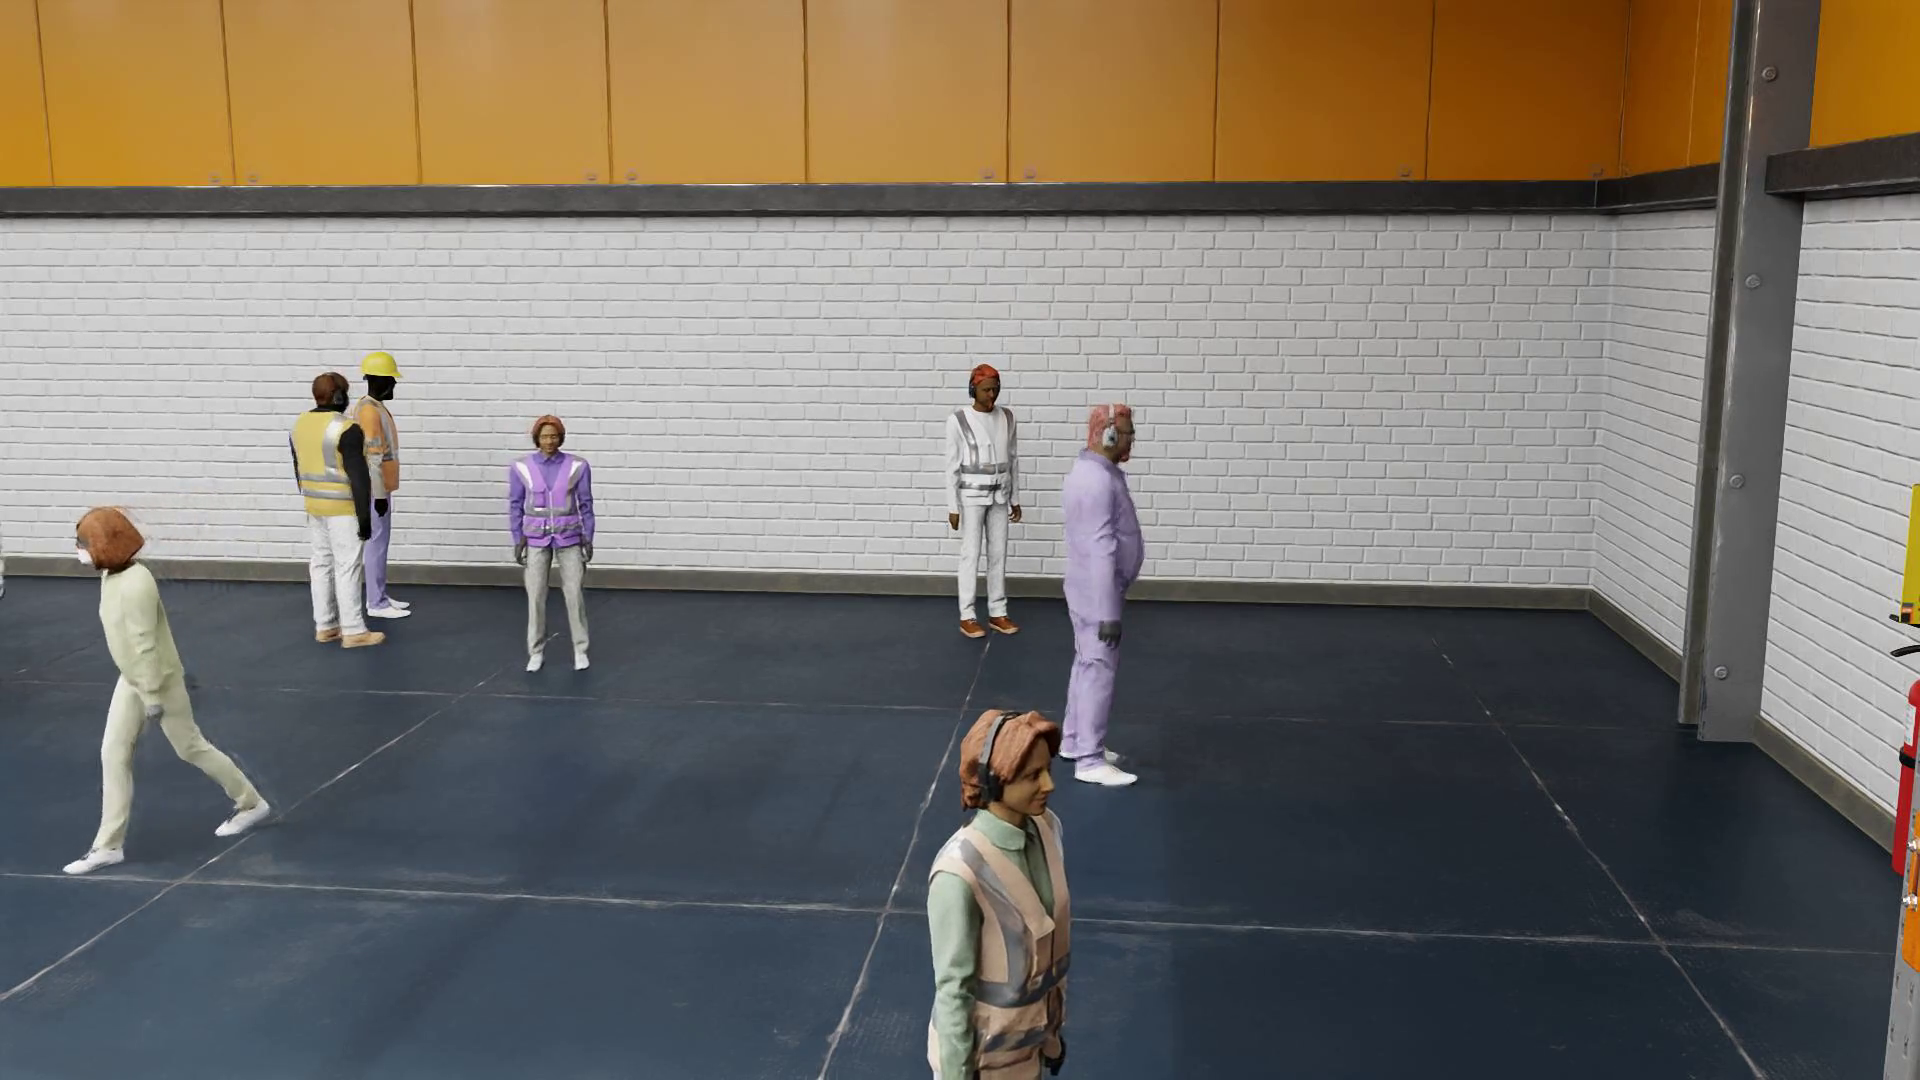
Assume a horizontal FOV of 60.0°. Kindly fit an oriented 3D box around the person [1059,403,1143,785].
[{"bbox_3d":[0.699,0.268,8.320,0.416,1.889,0.684,0,10,1],"label":"person"}]

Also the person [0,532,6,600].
[{"bbox_3d":[-5.666,0.220,9.373,0.503,1.614,0.585,-8,13,-38],"label":"person"}]

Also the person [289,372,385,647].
[{"bbox_3d":[-4.162,-0.198,11.132,0.654,1.839,0.429,6,12,31],"label":"person"}]

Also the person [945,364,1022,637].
[{"bbox_3d":[0.164,-0.261,11.419,0.585,1.868,0.370,-7,12,-33],"label":"person"}]

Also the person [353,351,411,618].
[{"bbox_3d":[-4.179,-0.400,12.033,0.381,1.922,0.594,-3,10,-18],"label":"person"}]

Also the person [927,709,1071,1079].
[{"bbox_3d":[0.090,1.180,3.802,0.315,1.640,0.514,5,11,28],"label":"person"}]

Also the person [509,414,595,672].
[{"bbox_3d":[-2.558,0.023,10.460,0.522,1.629,0.315,-2,10,-12],"label":"person"}]

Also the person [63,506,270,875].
[{"bbox_3d":[-3.487,0.609,7.262,0.496,1.576,0.853,9,13,41],"label":"person"}]
